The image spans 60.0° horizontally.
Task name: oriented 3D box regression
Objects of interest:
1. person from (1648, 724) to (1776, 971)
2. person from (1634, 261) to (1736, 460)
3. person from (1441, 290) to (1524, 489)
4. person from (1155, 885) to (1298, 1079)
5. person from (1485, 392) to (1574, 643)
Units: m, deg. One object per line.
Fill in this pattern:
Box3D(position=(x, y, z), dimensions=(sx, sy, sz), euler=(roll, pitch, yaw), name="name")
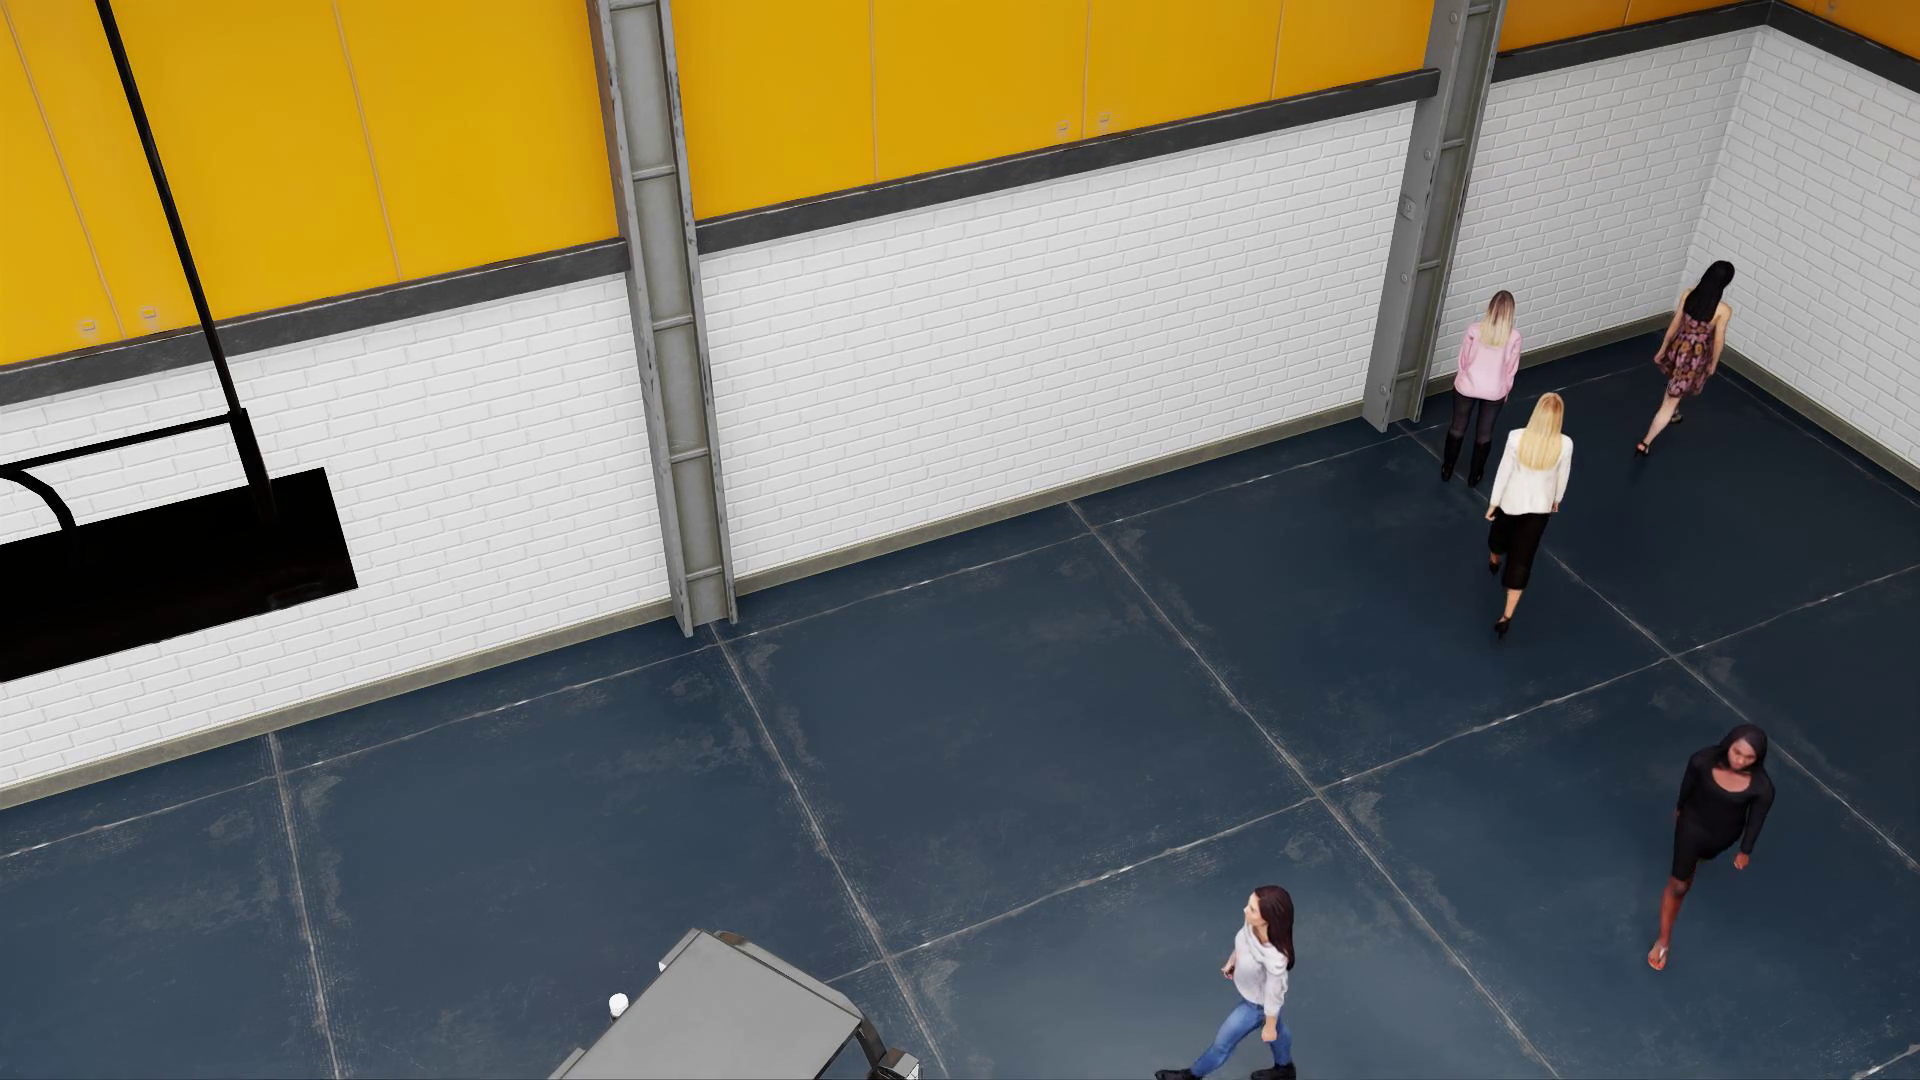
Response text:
Box3D(position=(4.216, 1.575, 9.355), dimensions=(1.086, 1.666, 1.290), euler=(21, 43, 25), name="person")
Box3D(position=(5.611, -1.345, 12.949), dimensions=(1.062, 1.743, 0.812), euler=(-30, 48, -32), name="person")
Box3D(position=(3.993, -1.158, 12.761), dimensions=(0.672, 1.686, 0.736), euler=(12, 40, 14), name="person")
Box3D(position=(1.612, 2.318, 8.482), dimensions=(1.098, 1.594, 0.914), euler=(2, 39, 2), name="person")
Box3D(position=(3.857, -0.131, 11.379), dimensions=(1.184, 1.805, 1.198), euler=(10, 40, 12), name="person")
